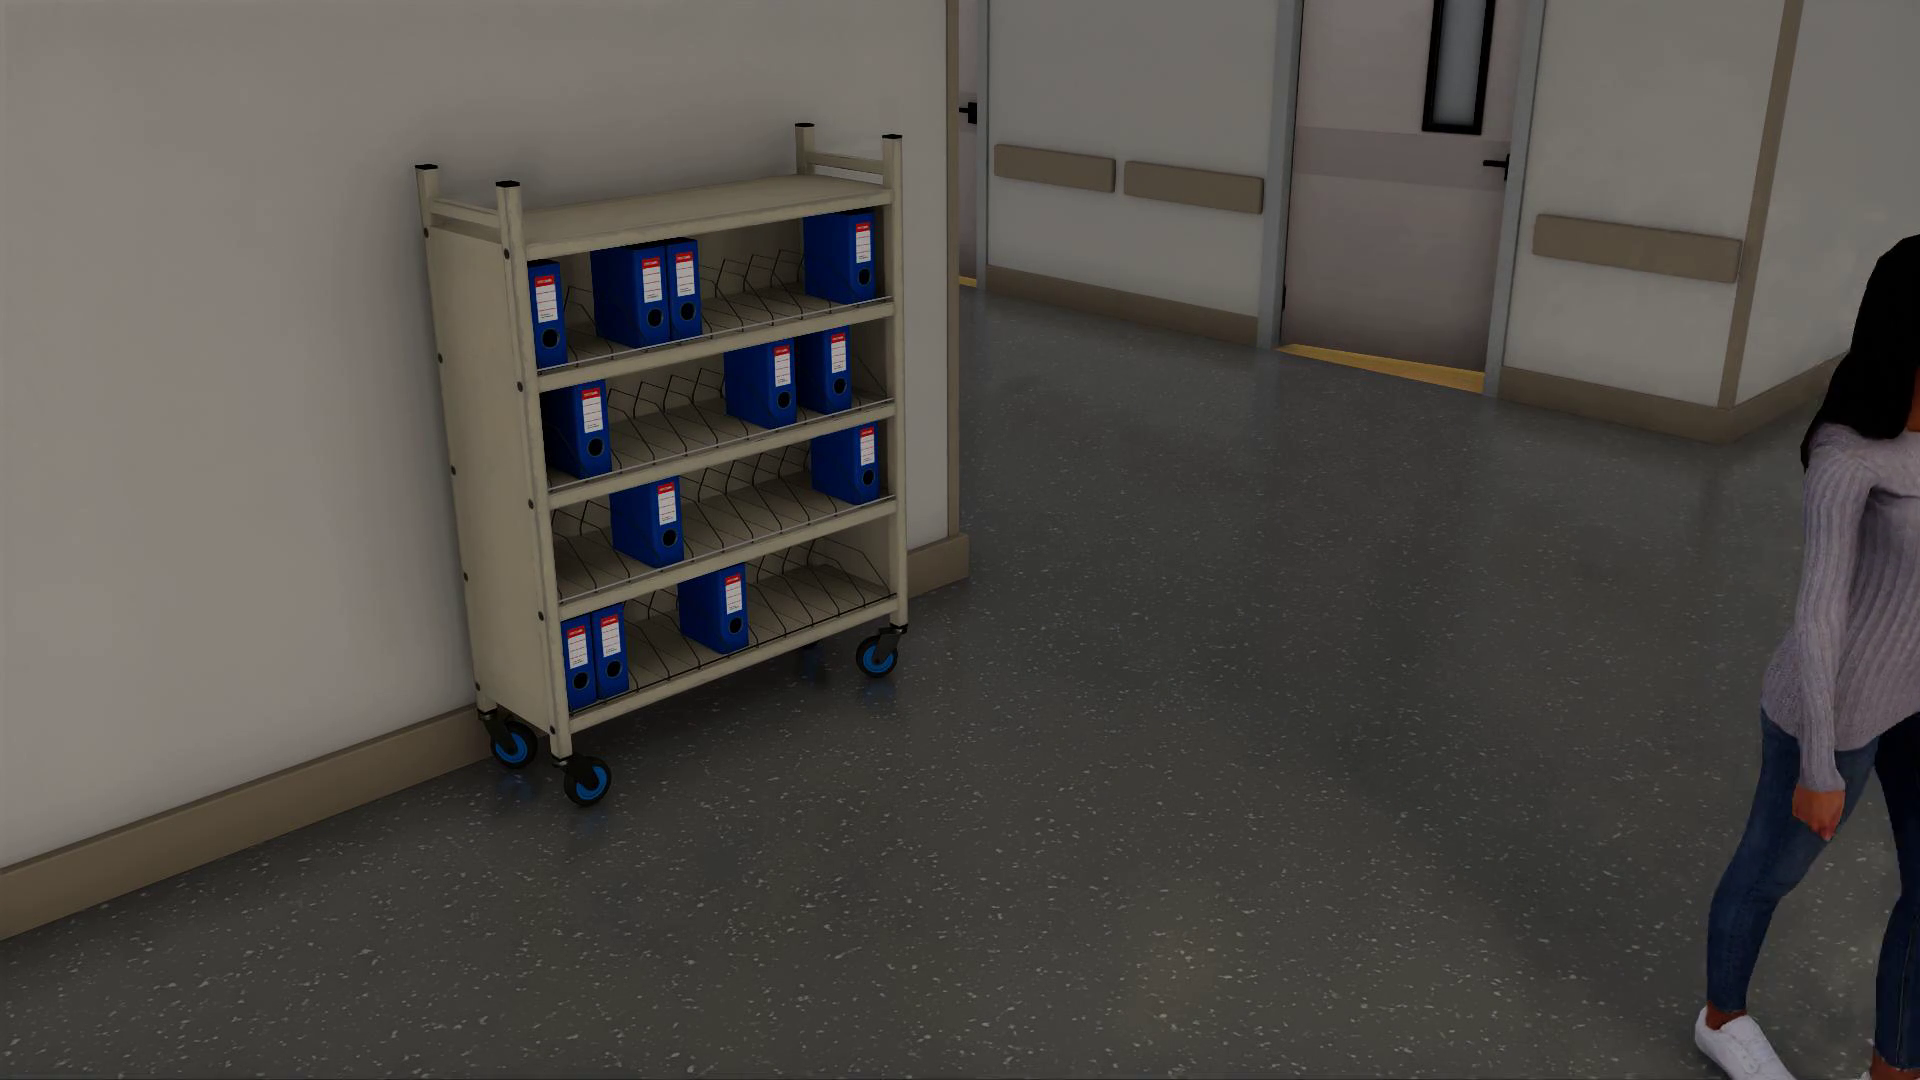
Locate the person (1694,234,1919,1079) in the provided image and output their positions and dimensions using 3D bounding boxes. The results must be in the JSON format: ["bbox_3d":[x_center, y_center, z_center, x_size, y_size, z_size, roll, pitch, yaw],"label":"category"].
[{"bbox_3d":[1.581,0.279,3.085,0.848,1.720,0.866,-9,23,-23],"label":"person"}]
